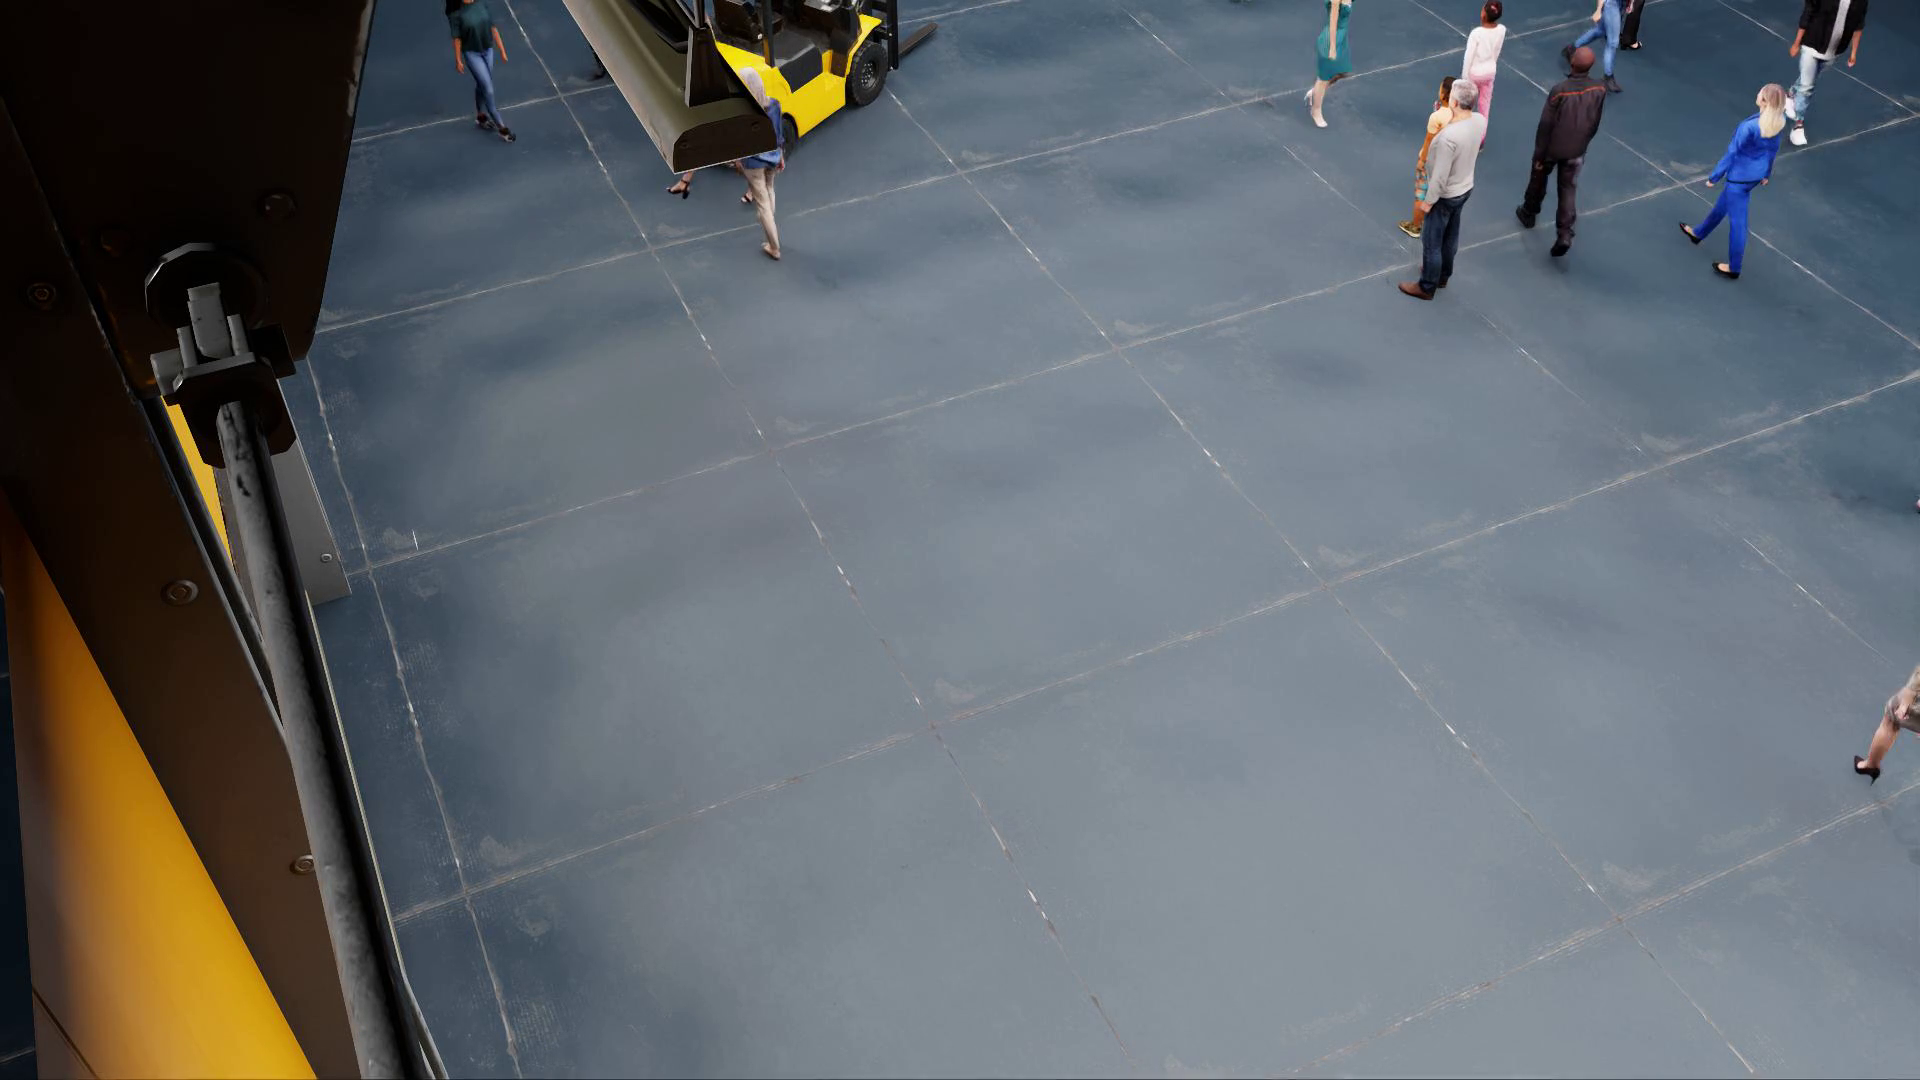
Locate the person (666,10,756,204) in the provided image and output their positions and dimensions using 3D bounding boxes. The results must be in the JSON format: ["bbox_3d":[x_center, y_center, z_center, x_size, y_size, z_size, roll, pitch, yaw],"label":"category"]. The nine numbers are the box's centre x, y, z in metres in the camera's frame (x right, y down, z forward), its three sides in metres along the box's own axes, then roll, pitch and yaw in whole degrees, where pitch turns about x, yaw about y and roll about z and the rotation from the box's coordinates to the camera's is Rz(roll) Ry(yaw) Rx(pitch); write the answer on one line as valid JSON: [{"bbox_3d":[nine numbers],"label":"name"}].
[{"bbox_3d":[-2.090,-3.693,14.520,1.040,1.760,1.157,2,44,3],"label":"person"}]

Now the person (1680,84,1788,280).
[{"bbox_3d":[6.576,-2.935,13.793,0.708,1.666,1.030,-22,48,-22],"label":"person"}]

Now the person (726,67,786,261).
[{"bbox_3d":[-1.634,-3.124,13.985,0.725,1.676,0.926,-28,50,-26],"label":"person"}]

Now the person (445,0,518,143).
[{"bbox_3d":[-4.561,-4.568,15.561,1.005,1.592,0.841,29,51,27],"label":"person"}]

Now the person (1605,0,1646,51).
[{"bbox_3d":[6.884,-5.797,16.797,0.647,1.666,0.464,-15,46,-15],"label":"person"}]

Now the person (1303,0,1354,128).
[{"bbox_3d":[3.424,-4.679,15.614,0.754,1.679,0.696,26,49,25],"label":"person"}]

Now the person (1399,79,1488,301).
[{"bbox_3d":[3.965,-2.834,13.512,0.768,1.908,0.821,34,53,31],"label":"person"}]

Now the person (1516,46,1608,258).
[{"bbox_3d":[5.127,-3.271,14.049,1.058,1.800,1.287,3,44,3],"label":"person"}]

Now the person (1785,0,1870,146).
[{"bbox_3d":[8.057,-4.685,15.556,1.054,1.768,1.274,2,44,2],"label":"person"}]

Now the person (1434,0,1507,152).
[{"bbox_3d":[4.844,-4.285,15.392,0.691,1.415,1.006,-10,45,-11],"label":"person"}]

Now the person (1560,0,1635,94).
[{"bbox_3d":[6.324,-5.235,16.259,0.744,1.595,1.082,-27,50,-26],"label":"person"}]

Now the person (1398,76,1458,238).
[{"bbox_3d":[4.106,-3.294,14.320,0.536,1.459,0.516,-23,48,-23],"label":"person"}]
